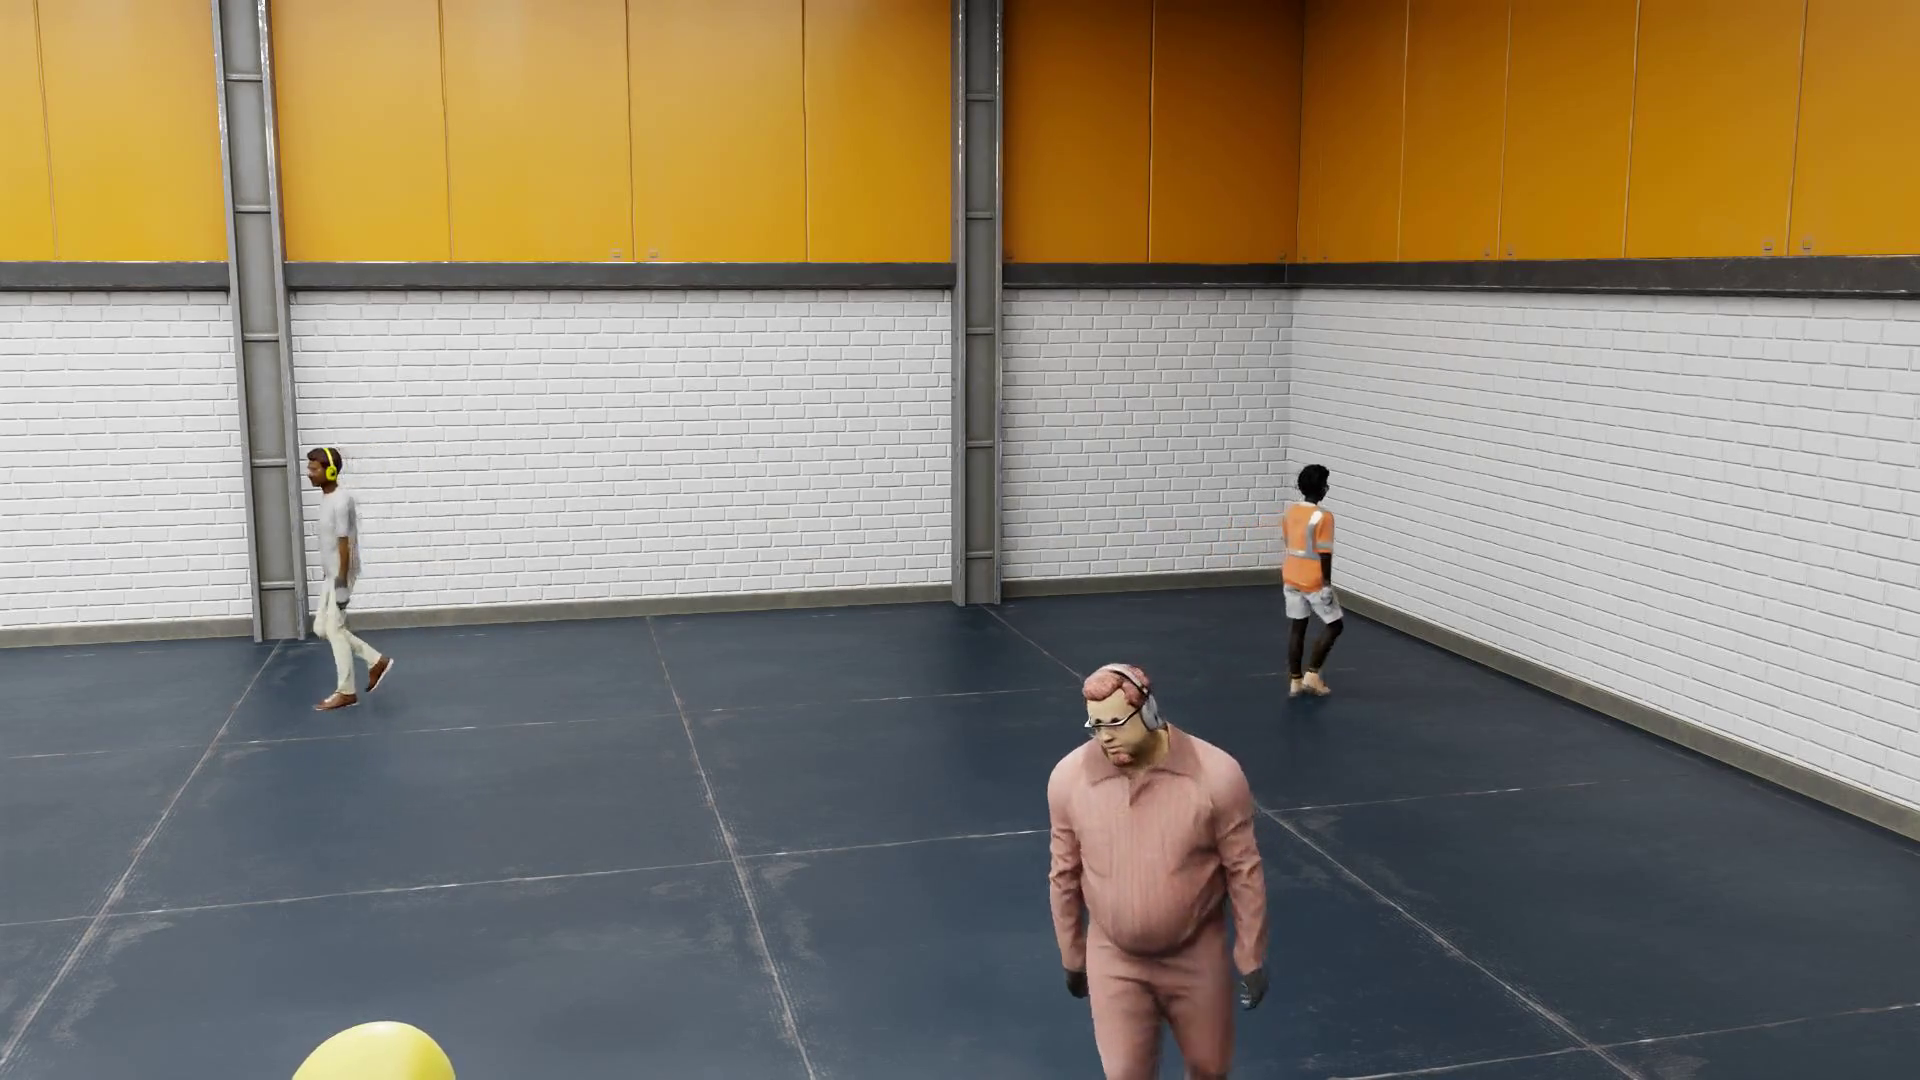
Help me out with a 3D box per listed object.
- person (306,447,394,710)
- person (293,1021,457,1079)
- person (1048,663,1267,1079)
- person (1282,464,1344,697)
[{"bbox_3d":[-4.302,0.258,11.629,0.484,1.851,0.546,-5,11,-30],"label":"person"},{"bbox_3d":[-0.888,1.666,2.593,0.375,1.925,0.595,-4,10,-26],"label":"person"},{"bbox_3d":[0.635,1.268,5.313,0.704,1.863,0.773,2,9,15],"label":"person"},{"bbox_3d":[2.506,0.296,11.853,0.388,1.686,0.555,-4,10,-25],"label":"person"}]
